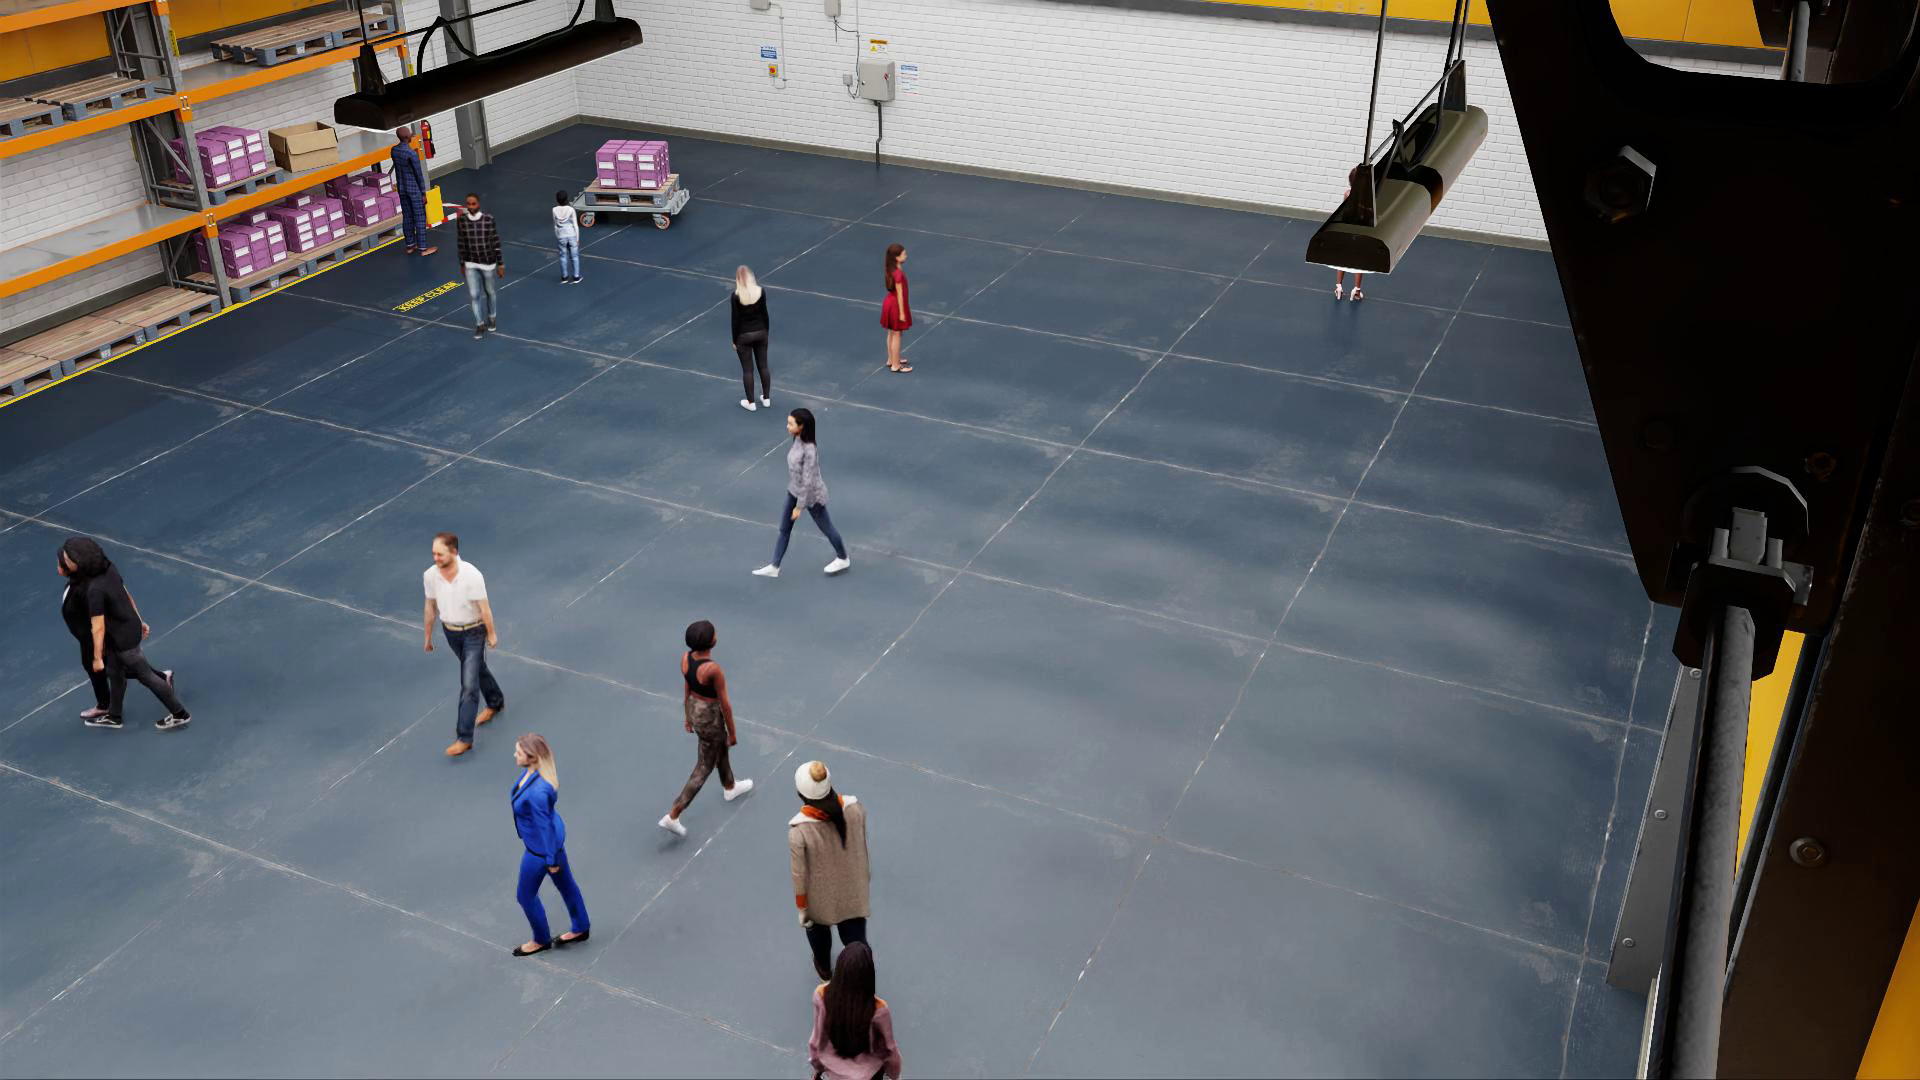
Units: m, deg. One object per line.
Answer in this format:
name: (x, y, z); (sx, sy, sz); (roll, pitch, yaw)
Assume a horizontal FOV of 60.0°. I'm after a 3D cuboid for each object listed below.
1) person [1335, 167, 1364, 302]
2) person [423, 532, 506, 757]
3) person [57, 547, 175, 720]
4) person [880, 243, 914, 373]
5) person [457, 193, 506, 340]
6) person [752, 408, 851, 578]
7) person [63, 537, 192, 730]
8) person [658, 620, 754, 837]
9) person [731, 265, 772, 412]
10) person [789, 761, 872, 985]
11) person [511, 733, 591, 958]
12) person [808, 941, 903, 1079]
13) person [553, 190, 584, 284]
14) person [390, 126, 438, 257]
person: (5.179, -4.023, 21.836); (0.560, 1.788, 0.527); (13, 31, 23)
person: (-3.843, 0.695, 13.152); (0.702, 1.821, 1.093); (11, 30, 19)
person: (-6.814, 0.726, 13.332); (1.090, 1.594, 0.940); (-18, 33, -29)
person: (-0.763, -2.779, 19.802); (0.740, 1.552, 0.680); (-8, 30, -14)
person: (-5.996, -3.489, 20.848); (0.985, 1.797, 1.076); (-5, 29, -9)
person: (-1.320, -0.402, 15.310); (1.221, 1.681, 1.055); (-15, 32, -25)
person: (-6.499, 0.744, 13.091); (1.090, 1.793, 1.062); (-7, 29, -13)
person: (-1.901, 1.378, 12.066); (0.837, 1.662, 1.221); (24, 37, 37)
person: (-2.351, -2.277, 18.743); (0.670, 1.685, 0.751); (-13, 31, -23)
person: (-0.767, 2.210, 10.339); (1.158, 1.855, 1.228); (-8, 30, -15)
person: (-2.623, 1.987, 10.929); (0.899, 1.682, 0.845); (-6, 29, -11)
person: (-0.606, 2.967, 9.010); (0.681, 1.799, 0.649); (9, 30, 17)
person: (-5.336, -4.117, 22.562); (0.539, 1.257, 0.576); (0, 29, 0)
person: (-7.761, -4.939, 23.486); (0.642, 1.815, 0.567); (14, 31, 23)
